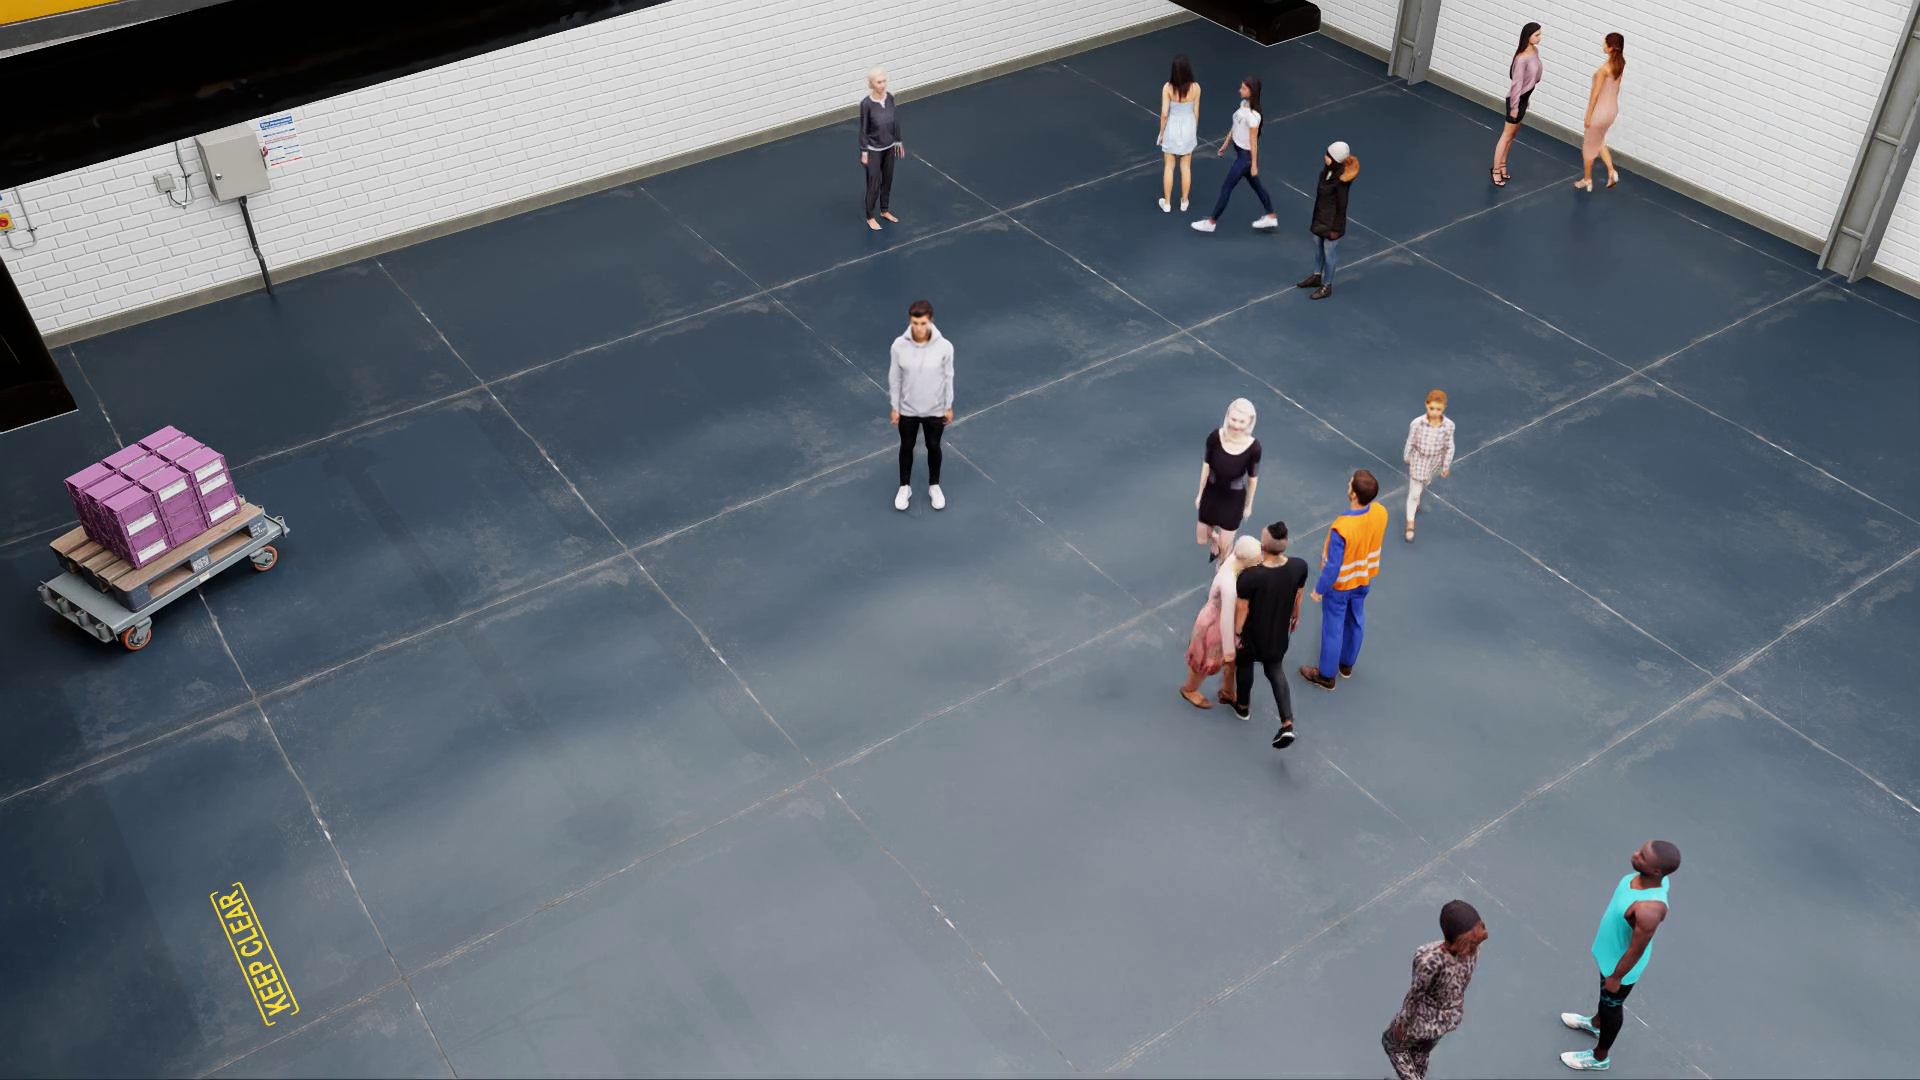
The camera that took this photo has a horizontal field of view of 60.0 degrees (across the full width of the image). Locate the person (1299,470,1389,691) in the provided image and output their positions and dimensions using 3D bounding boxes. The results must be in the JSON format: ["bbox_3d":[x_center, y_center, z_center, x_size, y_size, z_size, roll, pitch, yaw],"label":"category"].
[{"bbox_3d":[2.741,0.279,11.787,0.680,1.863,0.590,-25,45,-28],"label":"person"}]

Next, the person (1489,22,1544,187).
[{"bbox_3d":[6.068,-4.758,18.136,0.644,1.812,0.680,24,44,27],"label":"person"}]

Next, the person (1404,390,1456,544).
[{"bbox_3d":[3.781,-0.683,13.460,0.897,1.279,0.981,4,39,5],"label":"person"}]

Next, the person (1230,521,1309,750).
[{"bbox_3d":[2.114,0.657,11.328,0.901,1.846,1.142,-12,40,-14],"label":"person"}]

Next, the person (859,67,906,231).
[{"bbox_3d":[-0.872,-4.151,17.445,0.655,1.725,0.575,-30,48,-32],"label":"person"}]

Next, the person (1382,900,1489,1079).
[{"bbox_3d":[2.590,2.629,8.973,0.650,1.704,0.744,-17,42,-21],"label":"person"}]

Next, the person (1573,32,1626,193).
[{"bbox_3d":[6.956,-4.522,17.842,0.604,1.810,0.743,-20,43,-23],"label":"person"}]

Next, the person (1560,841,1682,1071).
[{"bbox_3d":[3.708,2.310,9.286,0.703,1.810,0.683,13,40,15],"label":"person"}]

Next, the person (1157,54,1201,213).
[{"bbox_3d":[2.320,-4.311,17.642,0.673,1.730,0.695,-1,39,-2],"label":"person"}]

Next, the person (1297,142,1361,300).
[{"bbox_3d":[3.616,-3.146,16.258,0.766,1.636,0.648,-10,40,-12],"label":"person"}]

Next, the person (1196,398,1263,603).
[{"bbox_3d":[2.016,-0.340,12.599,0.875,1.817,0.895,13,41,16],"label":"person"}]

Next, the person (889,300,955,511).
[{"bbox_3d":[-0.311,-1.114,13.479,0.771,1.929,0.790,-1,39,-1],"label":"person"}]

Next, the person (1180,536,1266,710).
[{"bbox_3d":[1.729,0.562,11.594,0.888,1.662,0.810,14,41,17],"label":"person"}]

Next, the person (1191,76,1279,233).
[{"bbox_3d":[3.044,-3.940,17.182,1.105,1.724,1.160,0,39,0],"label":"person"}]
